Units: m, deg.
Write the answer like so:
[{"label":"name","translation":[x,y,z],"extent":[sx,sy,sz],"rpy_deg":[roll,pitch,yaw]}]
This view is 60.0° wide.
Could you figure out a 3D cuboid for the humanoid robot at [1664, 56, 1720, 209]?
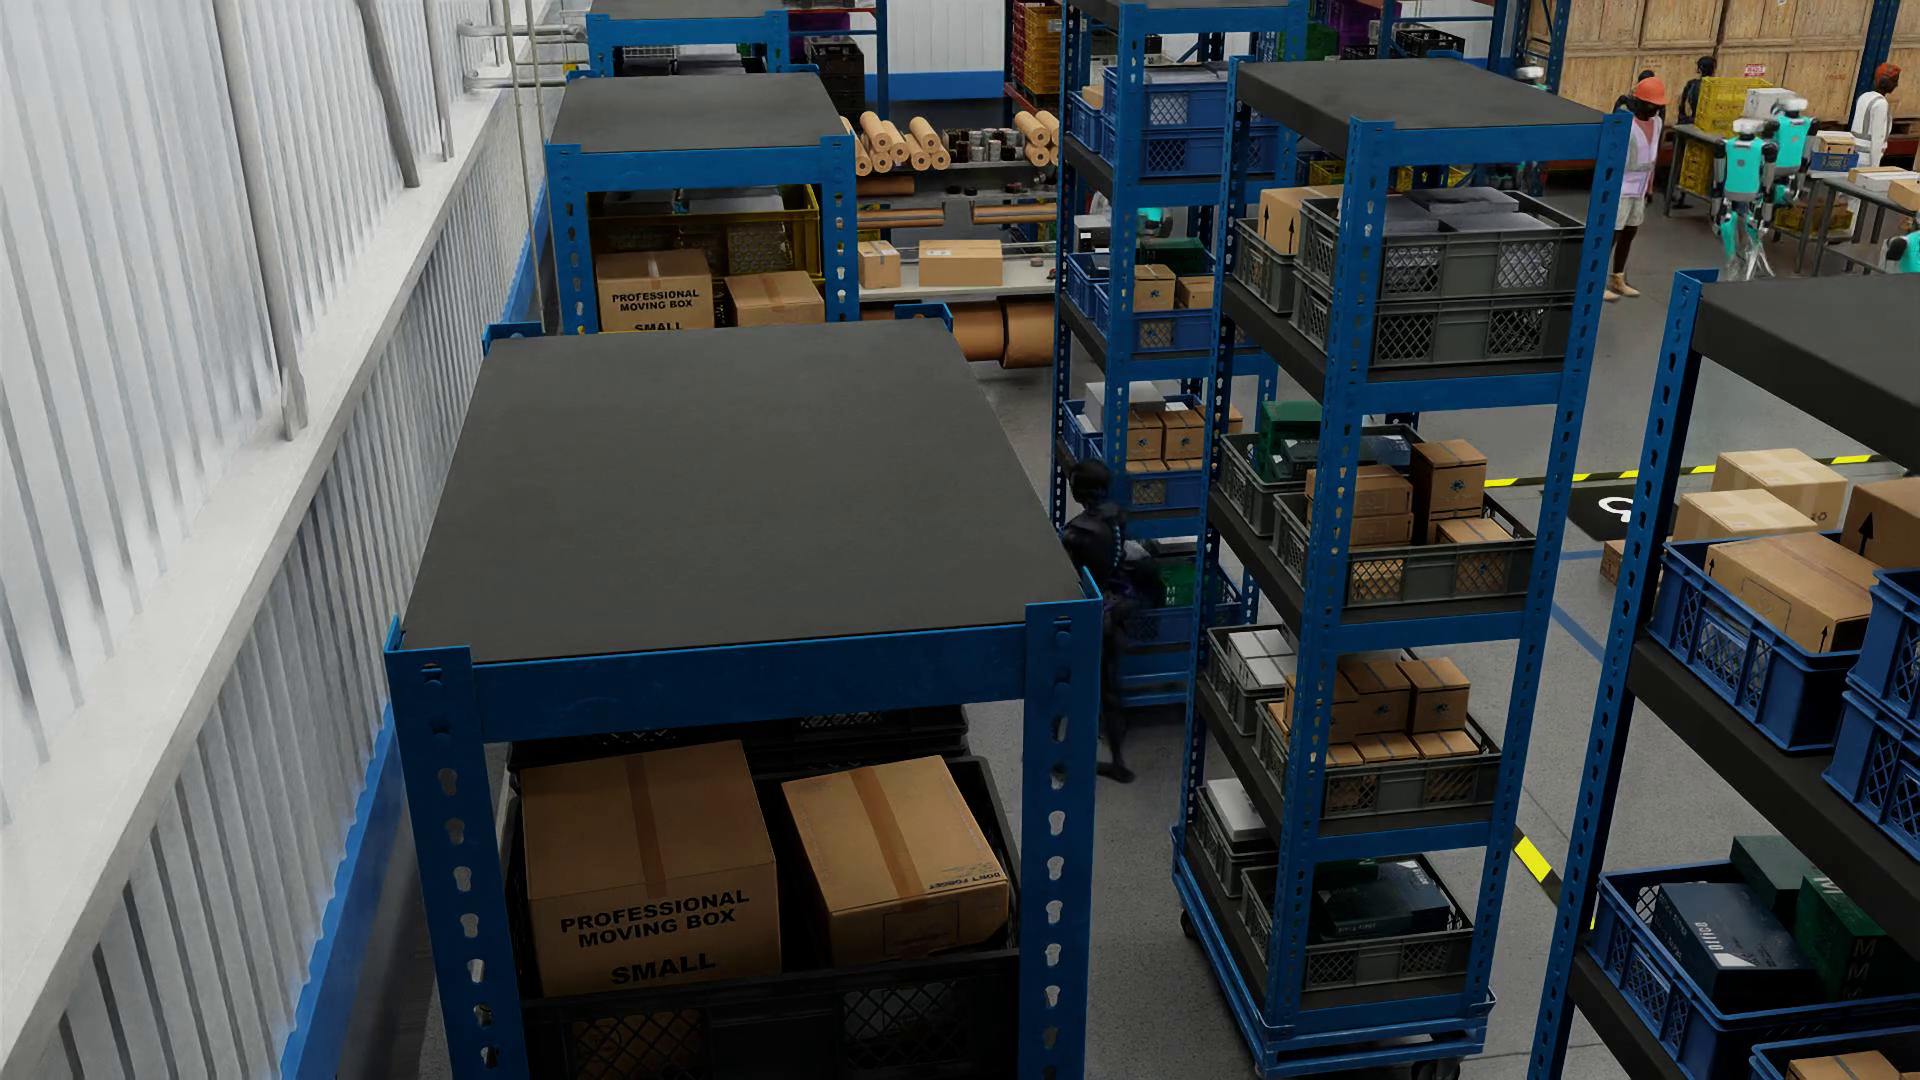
[{"label":"humanoid robot","translation":[8.134,-4.508,18.406],"extent":[0.340,1.647,0.601],"rpy_deg":[-9,26,-18]}]

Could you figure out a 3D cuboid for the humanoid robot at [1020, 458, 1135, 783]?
[{"label":"humanoid robot","translation":[0.581,0.379,7.792],"extent":[0.555,1.643,0.610],"rpy_deg":[17,30,32]}]

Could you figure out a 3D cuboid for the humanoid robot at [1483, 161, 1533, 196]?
[{"label":"humanoid robot","translation":[5.351,-3.591,16.443],"extent":[0.609,1.636,0.544],"rpy_deg":[-2,25,-4]}]

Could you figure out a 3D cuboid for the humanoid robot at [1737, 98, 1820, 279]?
[{"label":"humanoid robot","translation":[7.727,-3.387,15.965],"extent":[0.551,1.756,1.047],"rpy_deg":[-2,25,-5]}]

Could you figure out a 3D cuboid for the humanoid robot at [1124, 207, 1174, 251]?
[{"label":"humanoid robot","translation":[1.328,-2.281,13.503],"extent":[0.855,1.762,0.567],"rpy_deg":[-17,30,-33]}]

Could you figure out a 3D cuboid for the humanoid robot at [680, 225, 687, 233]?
[{"label":"humanoid robot","translation":[-2.662,-3.545,16.336],"extent":[0.590,1.641,0.633],"rpy_deg":[-2,25,-4]}]

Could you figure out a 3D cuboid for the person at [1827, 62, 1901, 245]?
[{"label":"person","translation":[9.045,-3.798,16.623],"extent":[0.354,1.883,0.572],"rpy_deg":[3,25,6]}]

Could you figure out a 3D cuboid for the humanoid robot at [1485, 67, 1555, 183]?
[{"label":"humanoid robot","translation":[5.705,-4.065,17.303],"extent":[0.540,1.734,0.676],"rpy_deg":[-9,26,-19]}]

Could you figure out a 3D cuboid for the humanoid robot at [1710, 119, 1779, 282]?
[{"label":"humanoid robot","translation":[7.001,-2.866,14.827],"extent":[0.570,1.811,0.824],"rpy_deg":[21,32,38]}]

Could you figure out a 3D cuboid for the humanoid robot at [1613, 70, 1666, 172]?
[{"label":"humanoid robot","translation":[7.074,-4.108,17.541],"extent":[0.586,1.653,0.388],"rpy_deg":[13,28,26]}]

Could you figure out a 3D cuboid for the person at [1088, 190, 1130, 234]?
[{"label":"person","translation":[1.259,-2.496,13.853],"extent":[0.404,1.830,0.598],"rpy_deg":[2,25,5]}]

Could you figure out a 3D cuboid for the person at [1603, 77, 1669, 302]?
[{"label":"person","translation":[6.097,-3.165,15.081],"extent":[0.609,2.033,0.424],"rpy_deg":[-16,29,-30]}]

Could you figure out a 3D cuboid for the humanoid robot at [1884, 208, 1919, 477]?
[{"label":"humanoid robot","translation":[6.644,-1.289,11.433],"extent":[0.549,1.852,0.854],"rpy_deg":[1,25,2]}]

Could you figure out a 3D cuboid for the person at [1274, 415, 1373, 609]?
[{"label":"person","translation":[1.785,0.182,8.007],"extent":[0.589,1.852,0.365],"rpy_deg":[0,25,0]}]

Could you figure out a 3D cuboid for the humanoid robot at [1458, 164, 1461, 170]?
[{"label":"humanoid robot","translation":[4.953,-4.040,17.397],"extent":[0.600,1.652,0.338],"rpy_deg":[-3,25,-7]}]
